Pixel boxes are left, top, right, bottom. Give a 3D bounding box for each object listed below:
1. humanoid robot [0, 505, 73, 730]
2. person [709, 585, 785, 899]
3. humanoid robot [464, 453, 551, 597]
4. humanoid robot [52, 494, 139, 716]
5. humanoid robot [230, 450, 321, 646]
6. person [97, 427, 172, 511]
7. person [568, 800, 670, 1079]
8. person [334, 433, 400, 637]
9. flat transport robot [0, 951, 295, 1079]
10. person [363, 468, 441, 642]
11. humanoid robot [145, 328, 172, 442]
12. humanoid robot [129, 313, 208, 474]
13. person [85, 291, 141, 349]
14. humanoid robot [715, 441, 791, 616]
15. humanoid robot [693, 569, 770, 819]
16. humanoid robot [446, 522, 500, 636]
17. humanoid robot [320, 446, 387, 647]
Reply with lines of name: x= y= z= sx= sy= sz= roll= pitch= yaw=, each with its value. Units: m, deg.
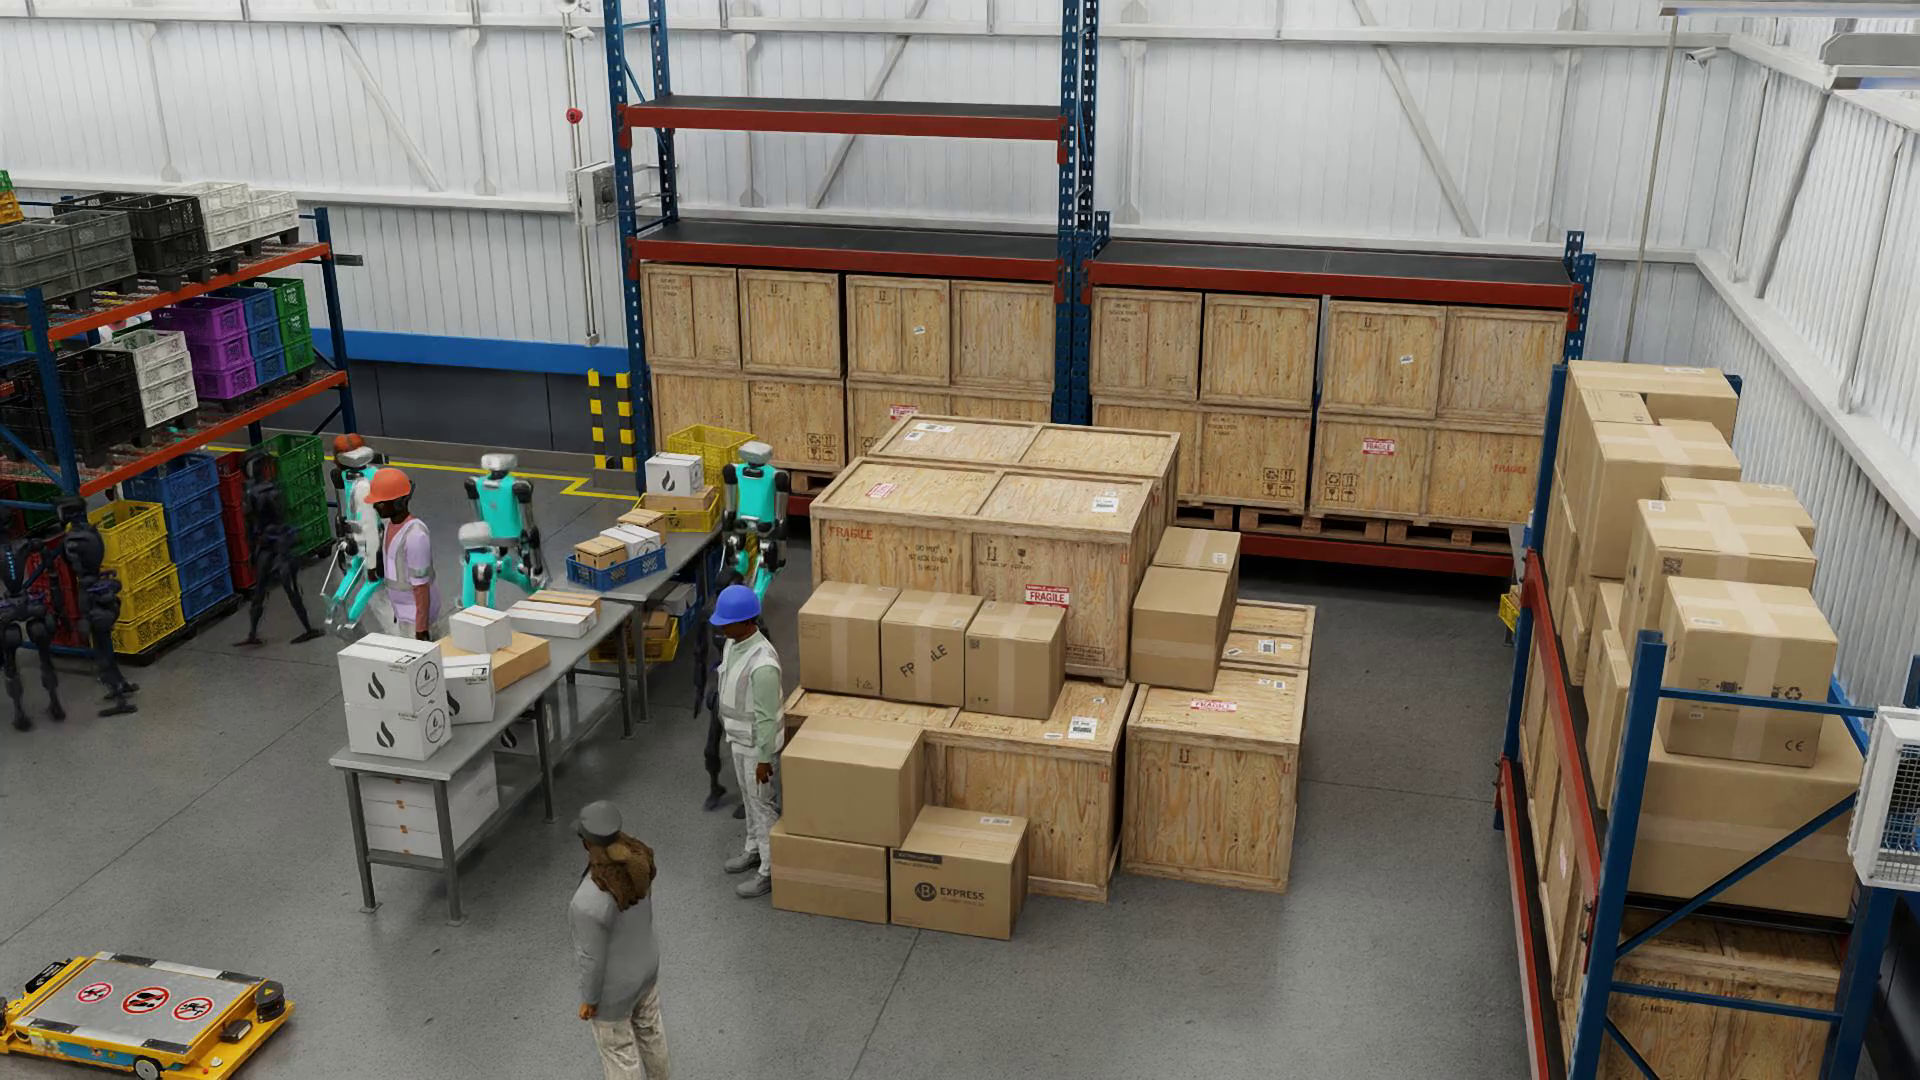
humanoid robot: x=-6.599 y=0.542 z=11.657 sx=0.616 sy=1.657 sz=0.356 roll=-15 pitch=26 yaw=-35
person: x=-1.223 y=1.166 z=9.705 sx=0.412 sy=1.908 sz=0.602 roll=-9 pitch=23 yaw=-23
humanoid robot: x=-3.302 y=0.098 z=12.781 sx=0.544 sy=1.800 sz=0.913 roll=6 pitch=22 yaw=15
humanoid robot: x=-6.171 y=0.455 z=11.893 sx=0.332 sy=1.649 sz=0.603 roll=-5 pitch=22 yaw=-13
humanoid robot: x=-5.354 y=0.096 z=12.861 sx=0.588 sy=1.636 sz=0.715 roll=15 pitch=25 yaw=34
person: x=-7.031 y=-0.536 z=14.244 sx=0.430 sy=1.842 sz=0.626 roll=15 pitch=26 yaw=35
person: x=-1.578 y=2.002 z=7.706 sx=0.397 sy=1.766 sz=0.570 roll=7 pitch=22 yaw=19
person: x=-4.455 y=0.068 z=12.631 sx=0.366 sy=1.874 sz=0.650 roll=-7 pitch=22 yaw=-18
flat transport robot: x=-4.270 y=2.464 z=8.601 sx=1.431 sy=0.231 sz=0.659 roll=5 pitch=22 yaw=13
person: x=-3.752 y=0.478 z=11.338 sx=0.400 sy=2.035 sz=0.598 roll=-14 pitch=25 yaw=-33
humanoid robot: x=-8.029 y=-1.298 z=16.470 sx=0.355 sy=1.639 sz=0.592 roll=2 pitch=21 yaw=6
humanoid robot: x=-7.735 y=-1.324 z=16.461 sx=0.688 sy=1.807 sz=0.551 roll=15 pitch=26 yaw=35
person: x=-8.728 y=-1.724 z=17.359 sx=0.404 sy=1.836 sz=0.589 roll=17 pitch=27 yaw=37
humanoid robot: x=-1.628 y=0.242 z=12.457 sx=0.557 sy=1.852 sz=0.856 roll=6 pitch=22 yaw=15
humanoid robot: x=-1.409 y=0.974 z=10.520 sx=0.603 sy=1.653 sz=0.354 roll=8 pitch=22 yaw=21
humanoid robot: x=-3.371 y=0.775 z=11.032 sx=0.762 sy=1.830 sz=0.579 roll=-6 pitch=22 yaw=-15
humanoid robot: x=-4.529 y=0.174 z=12.345 sx=0.533 sy=1.677 sz=0.735 roll=8 pitch=22 yaw=21
